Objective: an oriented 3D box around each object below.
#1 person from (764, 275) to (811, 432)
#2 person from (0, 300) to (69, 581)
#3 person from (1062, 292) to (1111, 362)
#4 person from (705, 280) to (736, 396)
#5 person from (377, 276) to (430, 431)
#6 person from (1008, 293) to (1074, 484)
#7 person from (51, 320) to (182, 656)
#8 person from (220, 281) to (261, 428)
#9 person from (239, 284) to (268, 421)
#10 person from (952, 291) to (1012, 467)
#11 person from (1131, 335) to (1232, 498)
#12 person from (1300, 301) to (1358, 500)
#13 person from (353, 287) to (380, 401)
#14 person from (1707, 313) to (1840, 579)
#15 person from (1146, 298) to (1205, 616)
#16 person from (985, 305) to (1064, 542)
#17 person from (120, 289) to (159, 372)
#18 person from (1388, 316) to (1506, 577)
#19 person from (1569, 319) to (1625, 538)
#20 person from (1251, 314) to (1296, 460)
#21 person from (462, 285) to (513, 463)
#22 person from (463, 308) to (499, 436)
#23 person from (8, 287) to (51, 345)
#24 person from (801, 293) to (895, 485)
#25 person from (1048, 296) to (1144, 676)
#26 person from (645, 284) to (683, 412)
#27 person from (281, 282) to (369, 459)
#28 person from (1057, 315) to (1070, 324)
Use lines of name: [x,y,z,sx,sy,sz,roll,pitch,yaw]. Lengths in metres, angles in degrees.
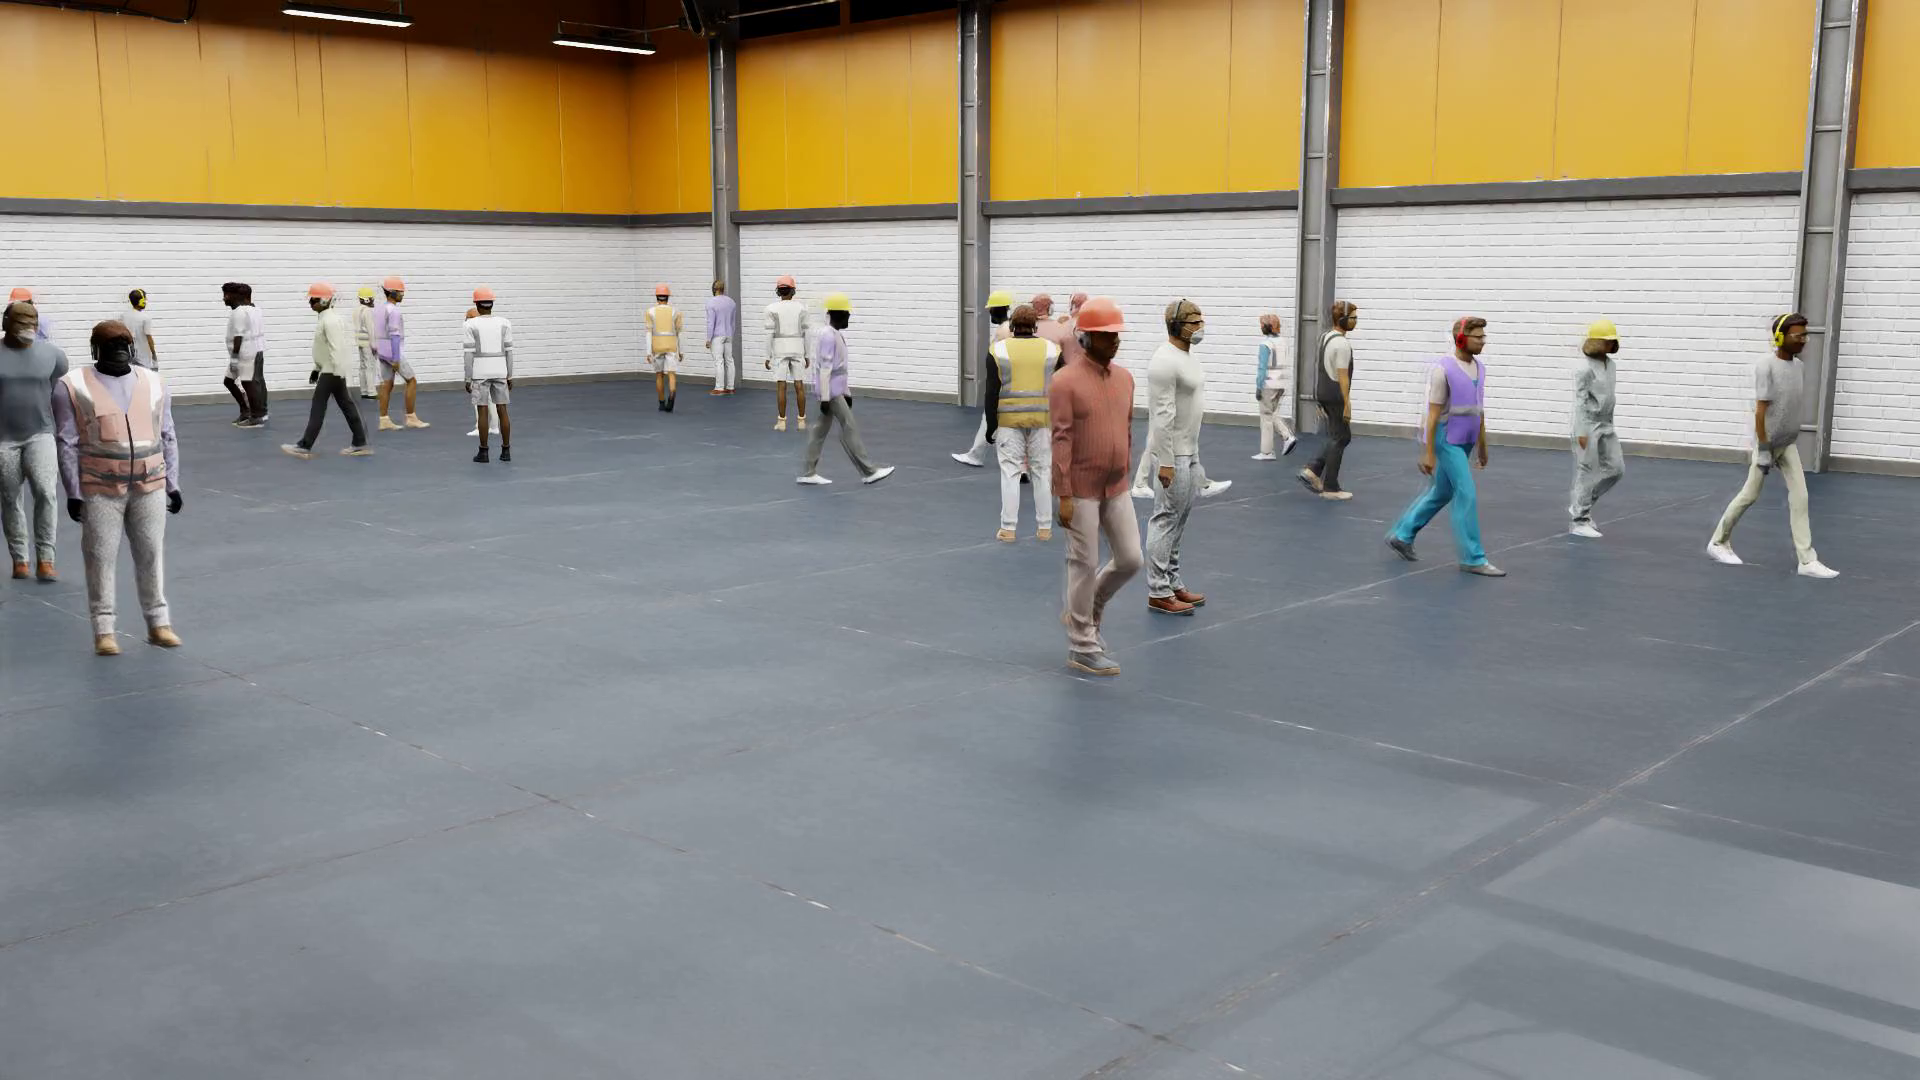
person: [-2.252,-2.427,21.704,0.605,2.038,0.394,-3,10,-15]
person: [-6.327,-0.653,11.215,0.655,1.900,0.790,-6,11,-31]
person: [1.297,-1.615,17.203,0.691,1.883,0.554,-5,10,-26]
person: [-4.019,-3.385,27.881,0.379,1.940,0.629,7,12,38]
person: [-7.314,-2.426,21.777,0.763,2.019,0.610,-8,12,-41]
person: [0.792,-1.441,16.116,0.640,1.888,0.459,4,10,22]
person: [-4.650,-0.295,9.232,0.624,1.843,0.429,-9,13,-43]
person: [-9.602,-2.454,22.128,0.511,1.947,0.609,-5,11,-28]
person: [-9.864,-2.596,23.175,0.395,1.897,0.587,-1,9,-6]
person: [0.396,-1.694,17.686,0.976,1.882,0.610,2,10,13]
person: [2.032,-1.272,15.312,0.955,1.809,0.584,0,9,2]
person: [3.437,-1.264,15.199,0.436,1.830,0.548,-1,9,-4]
person: [-9.511,-3.149,26.752,0.403,1.834,0.588,-8,12,-40]
person: [5.701,-0.676,11.655,0.541,1.825,0.992,-5,10,-27]
person: [1.342,-0.516,10.284,0.356,1.938,0.638,4,10,22]
person: [0.494,-0.905,12.969,0.629,1.842,0.429,-1,9,-9]
person: [-11.087,-2.459,22.458,0.552,1.853,0.449,3,10,18]
person: [3.444,-0.680,11.727,0.952,1.807,0.587,9,13,44]
person: [5.041,-0.875,13.130,0.500,1.727,0.360,-7,11,-36]
person: [3.446,-1.680,18.357,0.406,1.623,0.544,7,12,37]
person: [-5.175,-1.813,18.245,0.544,1.938,0.355,-6,11,-33]
person: [-6.126,-2.140,21.213,0.288,1.626,0.498,5,10,26]
person: [-12.131,-2.383,21.899,0.561,1.905,0.911,4,10,25]
person: [-1.129,-1.458,16.232,0.954,1.876,0.612,0,9,-1]
person: [0.701,-0.277,8.698,0.621,1.979,0.460,-7,11,-36]
person: [-4.356,-2.824,24.554,0.552,1.911,0.813,-2,9,-13]
person: [-7.178,-1.899,18.692,0.993,1.951,0.608,-3,10,-19]
person: [1.157,-1.761,18.964,0.500,1.599,0.804,1,9,4]
